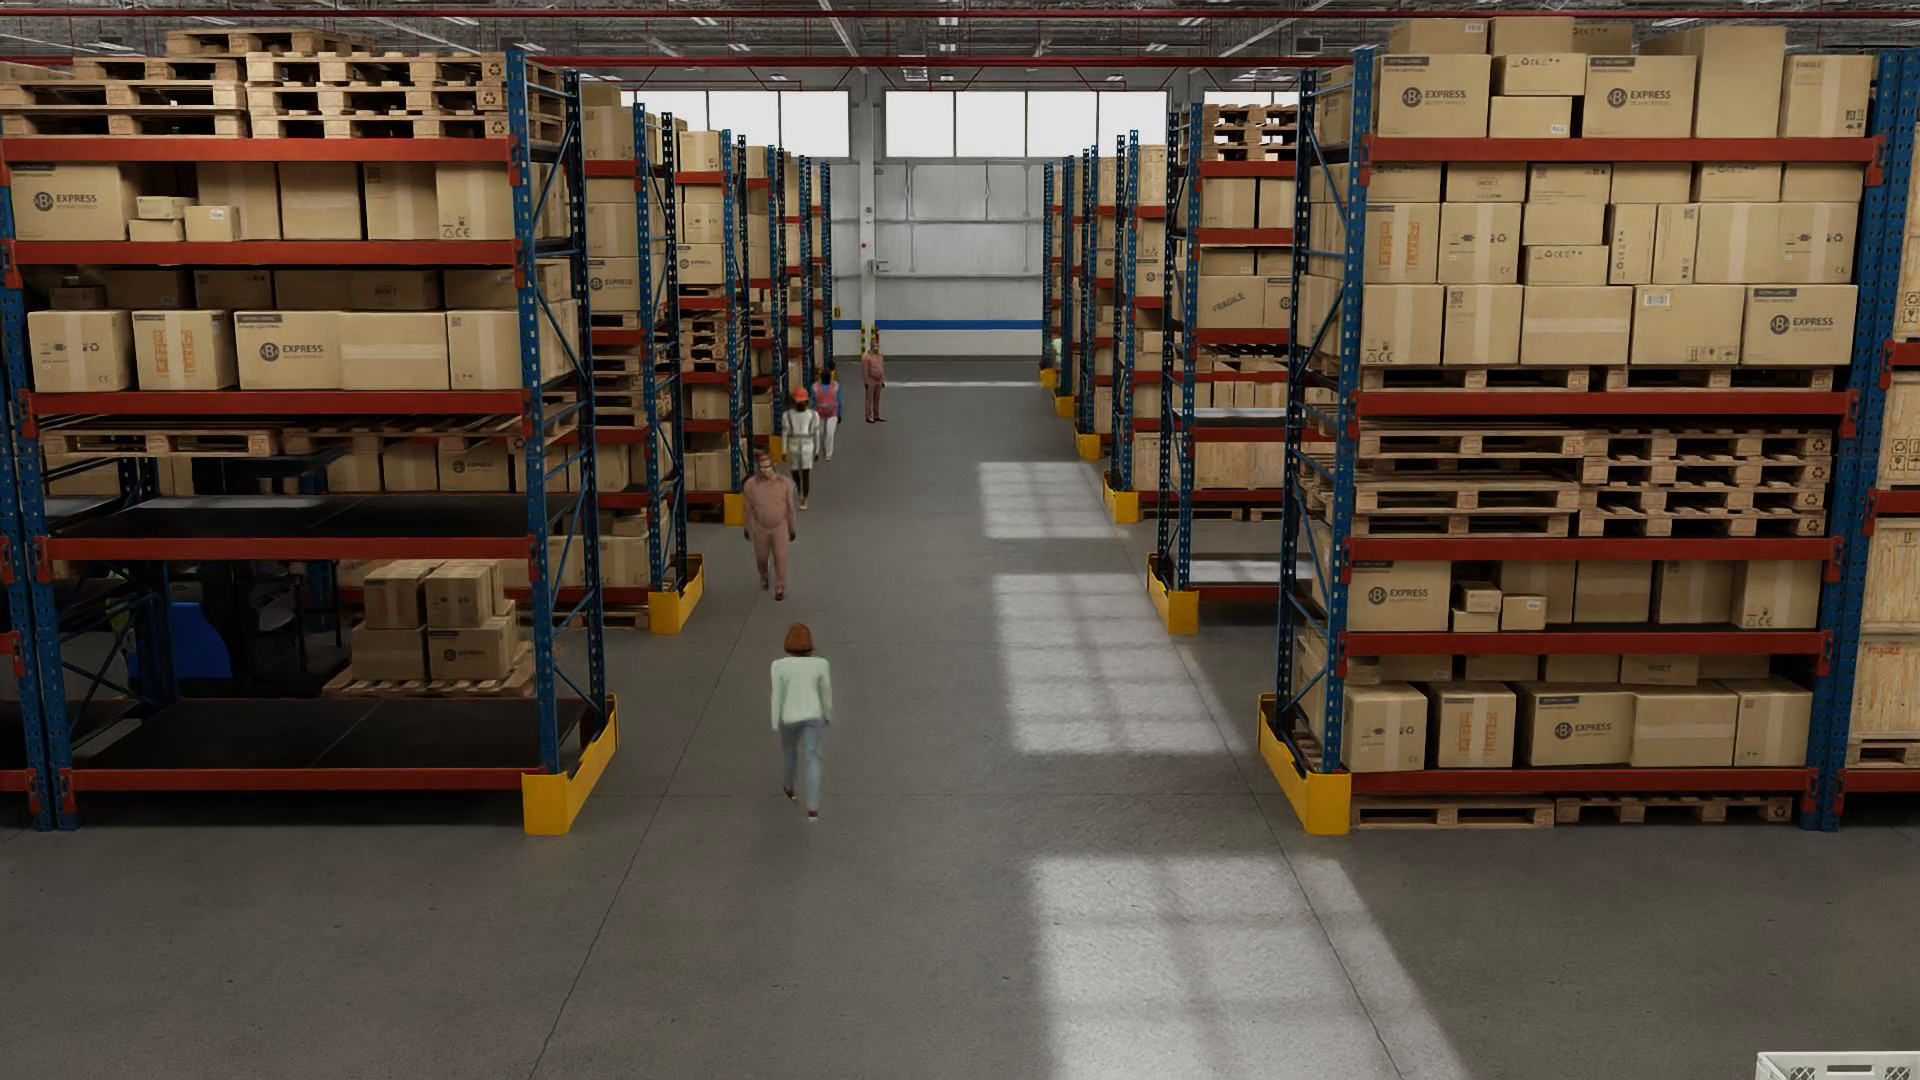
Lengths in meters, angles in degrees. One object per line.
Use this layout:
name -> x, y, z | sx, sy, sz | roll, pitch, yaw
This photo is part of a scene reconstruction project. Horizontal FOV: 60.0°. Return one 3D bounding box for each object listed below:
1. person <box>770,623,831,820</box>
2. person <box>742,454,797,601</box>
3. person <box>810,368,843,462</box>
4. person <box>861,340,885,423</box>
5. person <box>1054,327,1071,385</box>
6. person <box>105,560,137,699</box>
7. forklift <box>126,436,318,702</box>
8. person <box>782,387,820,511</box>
person -> -1.299, 1.469, 13.656 | 0.517, 1.583, 0.879 | -3, 12, -13
person -> -2.415, -0.187, 21.104 | 0.684, 1.884, 0.552 | -1, 11, -5
person -> -2.606, -2.458, 32.502 | 0.643, 1.826, 0.545 | 0, 11, 0
person -> -1.966, -3.648, 38.208 | 0.411, 1.908, 0.643 | 9, 15, 38
person -> 2.686, -4.619, 43.191 | 0.580, 1.827, 0.572 | 7, 13, 32
person -> -8.278, 0.834, 16.508 | 0.322, 1.696, 0.536 | -10, 15, -41
forklift -> -7.360, 0.187, 16.773 | 1.873, 2.768, 1.129 | 0, 11, -1
person -> -2.601, -1.522, 27.374 | 0.619, 2.028, 0.764 | 0, 11, 1
